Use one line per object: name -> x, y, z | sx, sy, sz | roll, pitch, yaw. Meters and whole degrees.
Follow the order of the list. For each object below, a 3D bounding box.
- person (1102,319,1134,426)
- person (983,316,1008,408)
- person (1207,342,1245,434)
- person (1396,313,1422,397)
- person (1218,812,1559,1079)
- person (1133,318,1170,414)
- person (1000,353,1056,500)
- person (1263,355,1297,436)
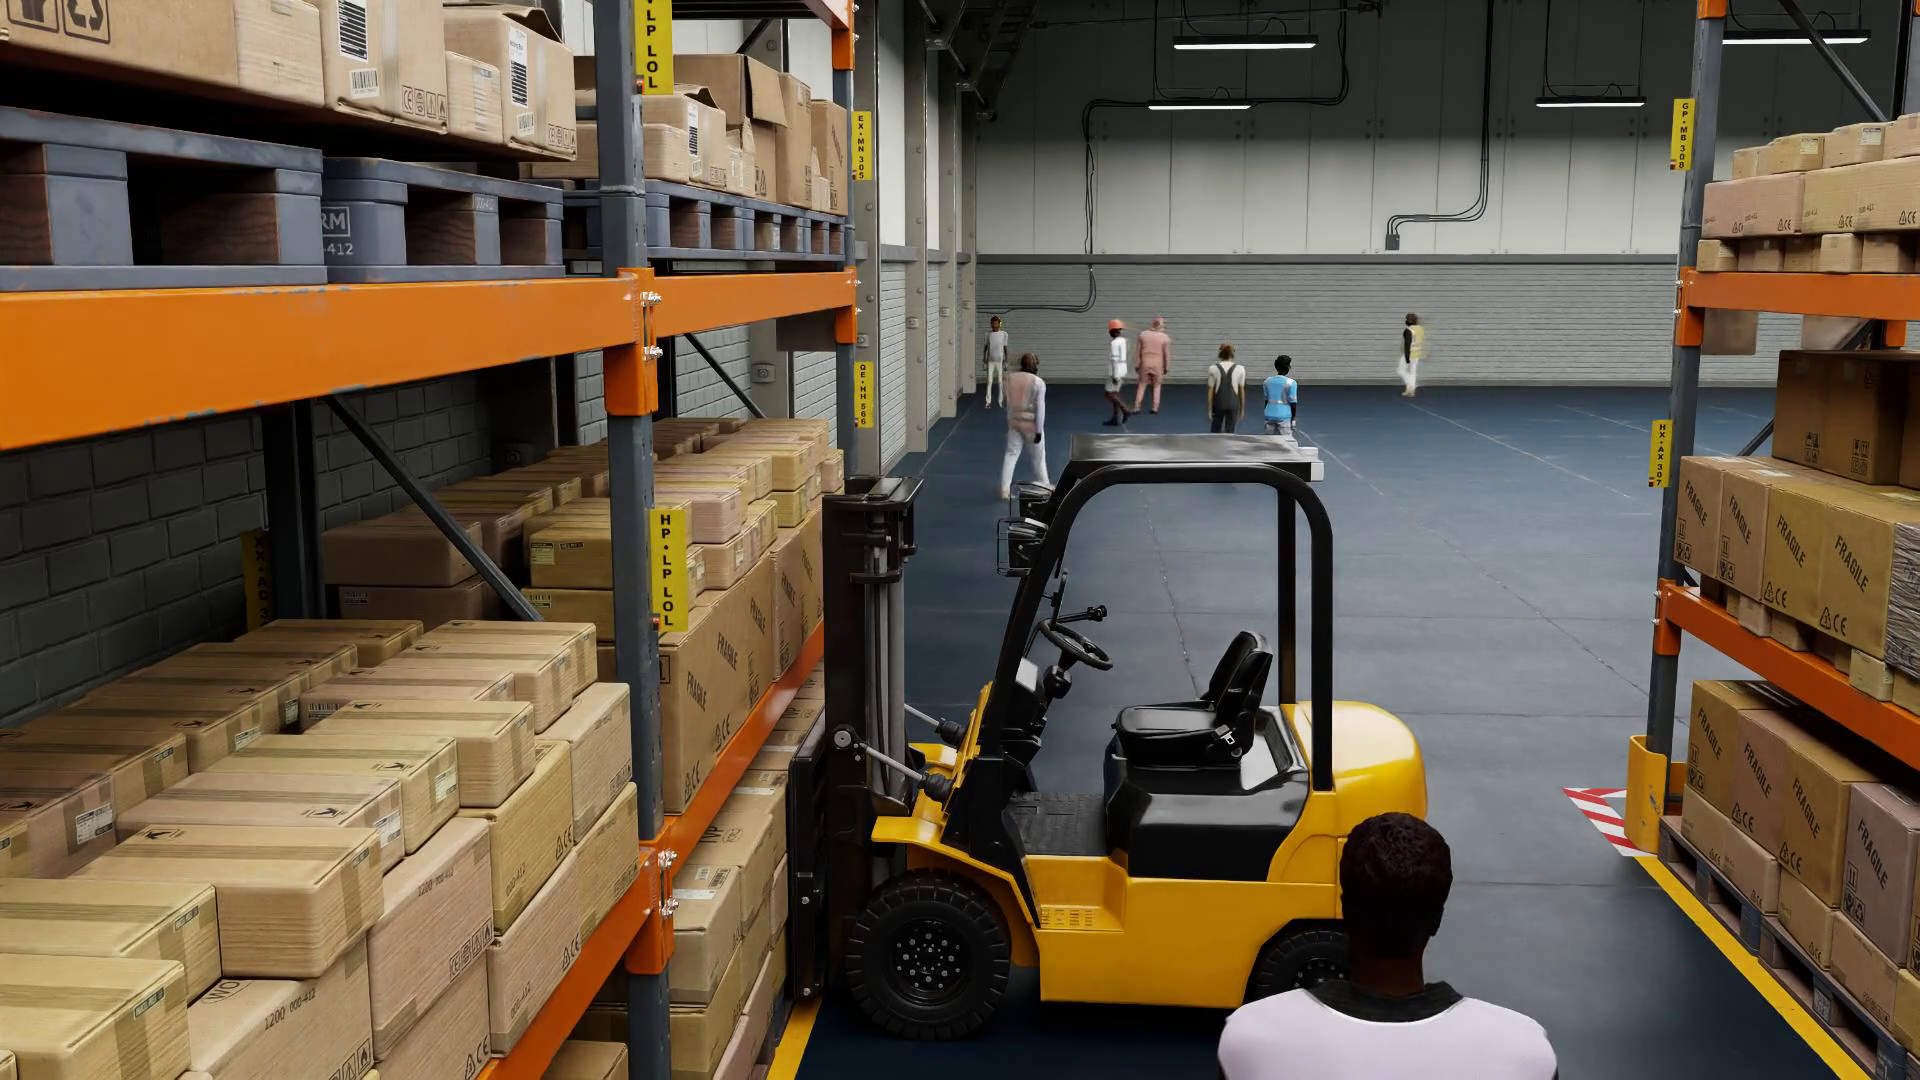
person -> 2.824, -2.973, 29.616 | 0.515, 1.922, 0.551 | 5, 10, 26
person -> 0.712, -3.570, 33.416 | 0.517, 1.865, 0.328 | 1, 9, 5
person -> 3.629, -1.793, 22.741 | 0.503, 1.826, 0.571 | 1, 9, 7
person -> 9.823, -4.036, 36.341 | 0.638, 1.825, 0.452 | -9, 13, -44
person -> 0.744, 1.425, 2.981 | 0.591, 1.919, 0.390 | 1, 9, 4
person -> 3.710, -3.341, 32.053 | 0.673, 1.864, 0.413 | 4, 10, 21
person -> 0.813, -1.394, 20.453 | 0.635, 1.799, 0.955 | 7, 12, 36
person -> 4.242, -1.610, 22.065 | 0.321, 1.689, 0.530 | -9, 13, -43
